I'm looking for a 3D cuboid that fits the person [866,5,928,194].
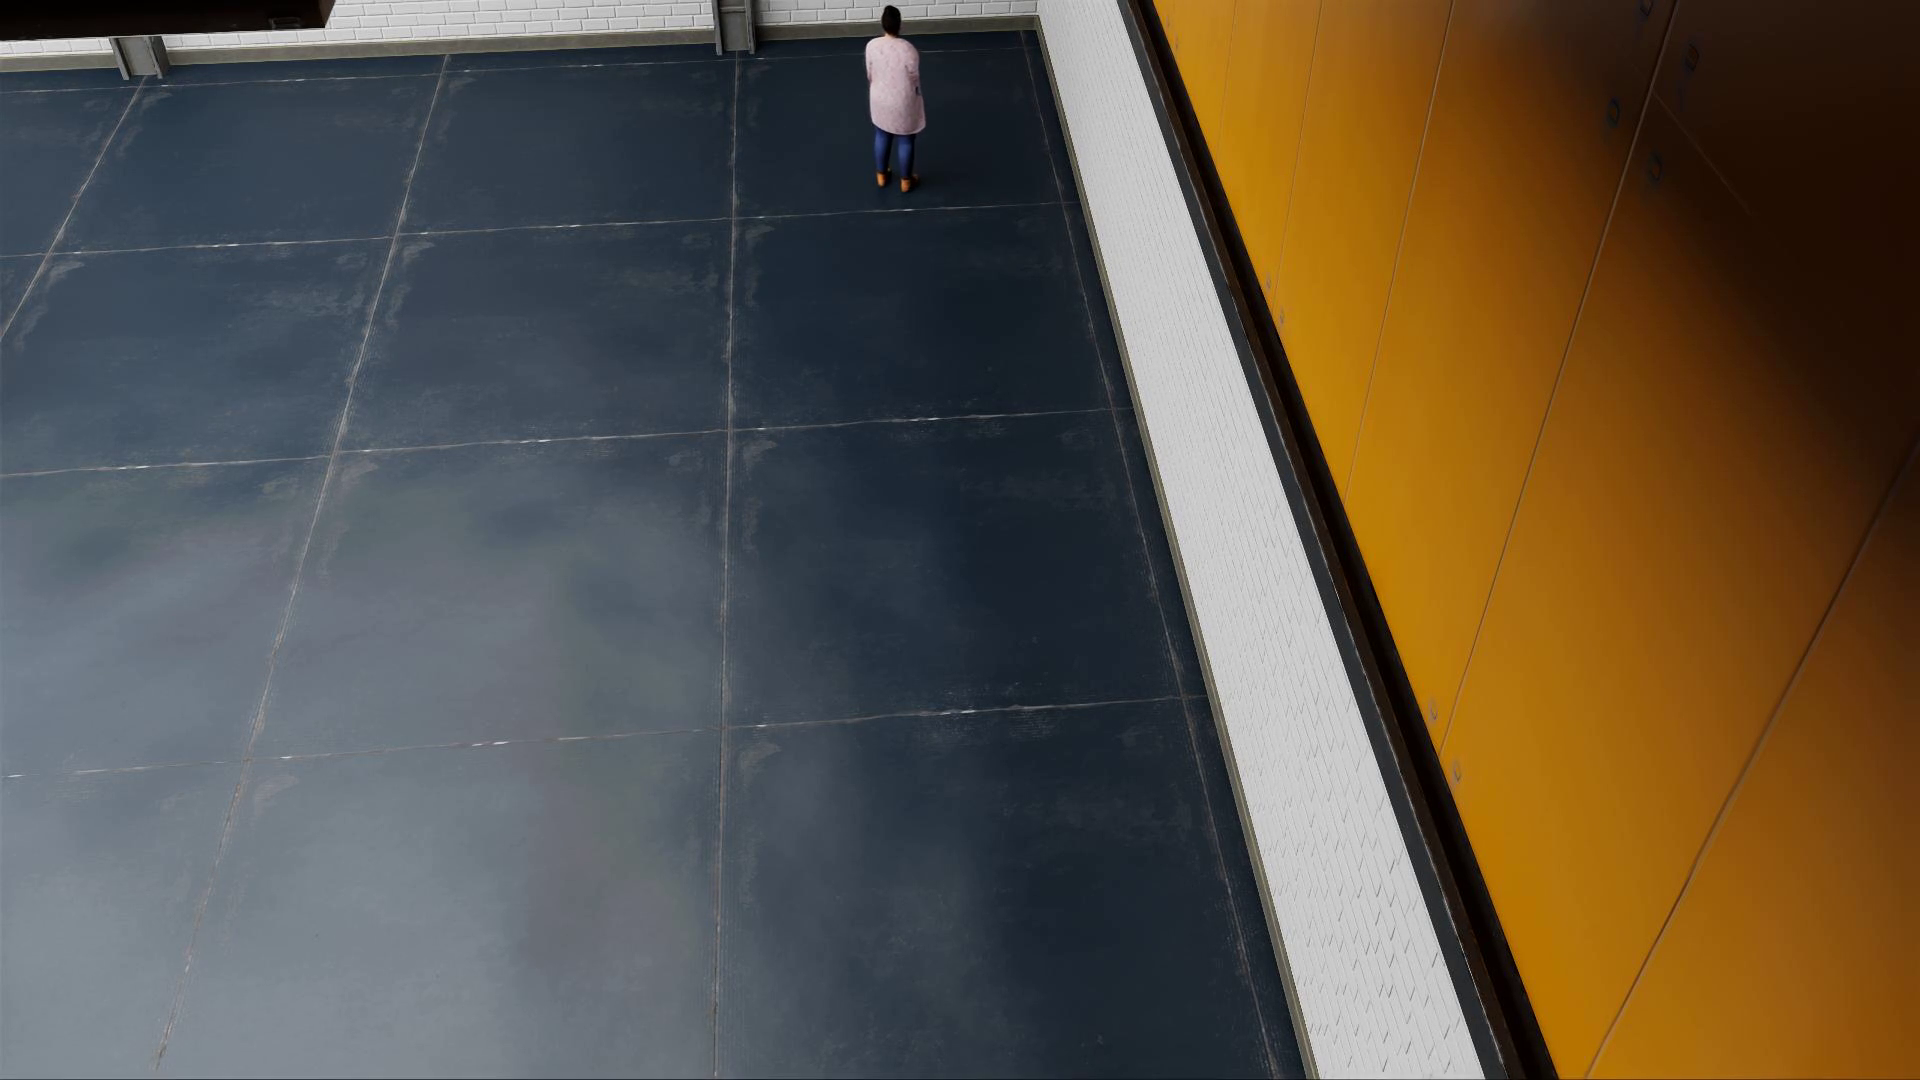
[{"bbox_3d":[-0.599,-3.942,14.859,0.769,1.741,0.872,19,47,19],"label":"person"}]
